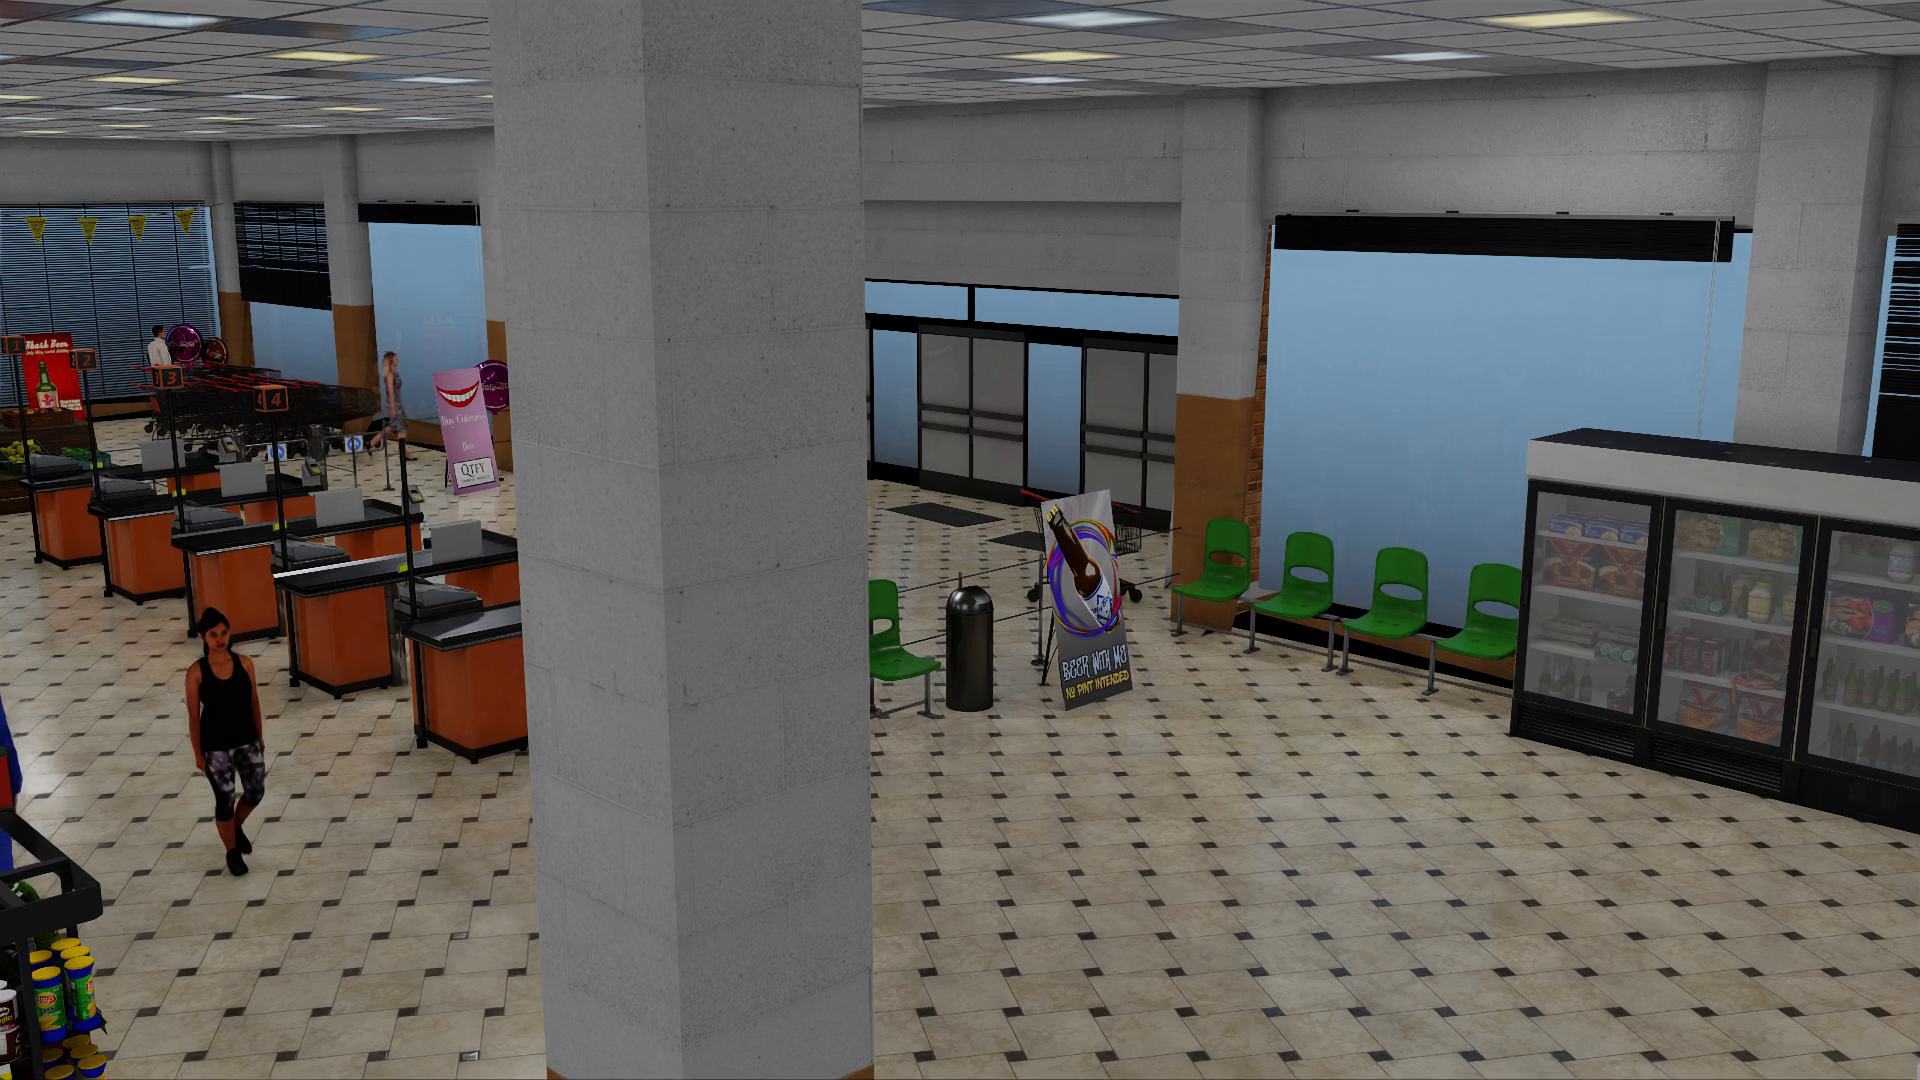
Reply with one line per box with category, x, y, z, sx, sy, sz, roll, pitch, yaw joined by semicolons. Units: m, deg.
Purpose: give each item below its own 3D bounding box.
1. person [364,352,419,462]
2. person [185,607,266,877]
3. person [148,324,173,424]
person;-8.746;-2.015;25.434;1.078;1.684;0.856;-4;12;-17
person;-4.507;1.214;10.169;0.652;1.656;0.562;11;16;42
person;-14.050;-2.888;29.275;0.692;1.811;0.588;9;15;37
